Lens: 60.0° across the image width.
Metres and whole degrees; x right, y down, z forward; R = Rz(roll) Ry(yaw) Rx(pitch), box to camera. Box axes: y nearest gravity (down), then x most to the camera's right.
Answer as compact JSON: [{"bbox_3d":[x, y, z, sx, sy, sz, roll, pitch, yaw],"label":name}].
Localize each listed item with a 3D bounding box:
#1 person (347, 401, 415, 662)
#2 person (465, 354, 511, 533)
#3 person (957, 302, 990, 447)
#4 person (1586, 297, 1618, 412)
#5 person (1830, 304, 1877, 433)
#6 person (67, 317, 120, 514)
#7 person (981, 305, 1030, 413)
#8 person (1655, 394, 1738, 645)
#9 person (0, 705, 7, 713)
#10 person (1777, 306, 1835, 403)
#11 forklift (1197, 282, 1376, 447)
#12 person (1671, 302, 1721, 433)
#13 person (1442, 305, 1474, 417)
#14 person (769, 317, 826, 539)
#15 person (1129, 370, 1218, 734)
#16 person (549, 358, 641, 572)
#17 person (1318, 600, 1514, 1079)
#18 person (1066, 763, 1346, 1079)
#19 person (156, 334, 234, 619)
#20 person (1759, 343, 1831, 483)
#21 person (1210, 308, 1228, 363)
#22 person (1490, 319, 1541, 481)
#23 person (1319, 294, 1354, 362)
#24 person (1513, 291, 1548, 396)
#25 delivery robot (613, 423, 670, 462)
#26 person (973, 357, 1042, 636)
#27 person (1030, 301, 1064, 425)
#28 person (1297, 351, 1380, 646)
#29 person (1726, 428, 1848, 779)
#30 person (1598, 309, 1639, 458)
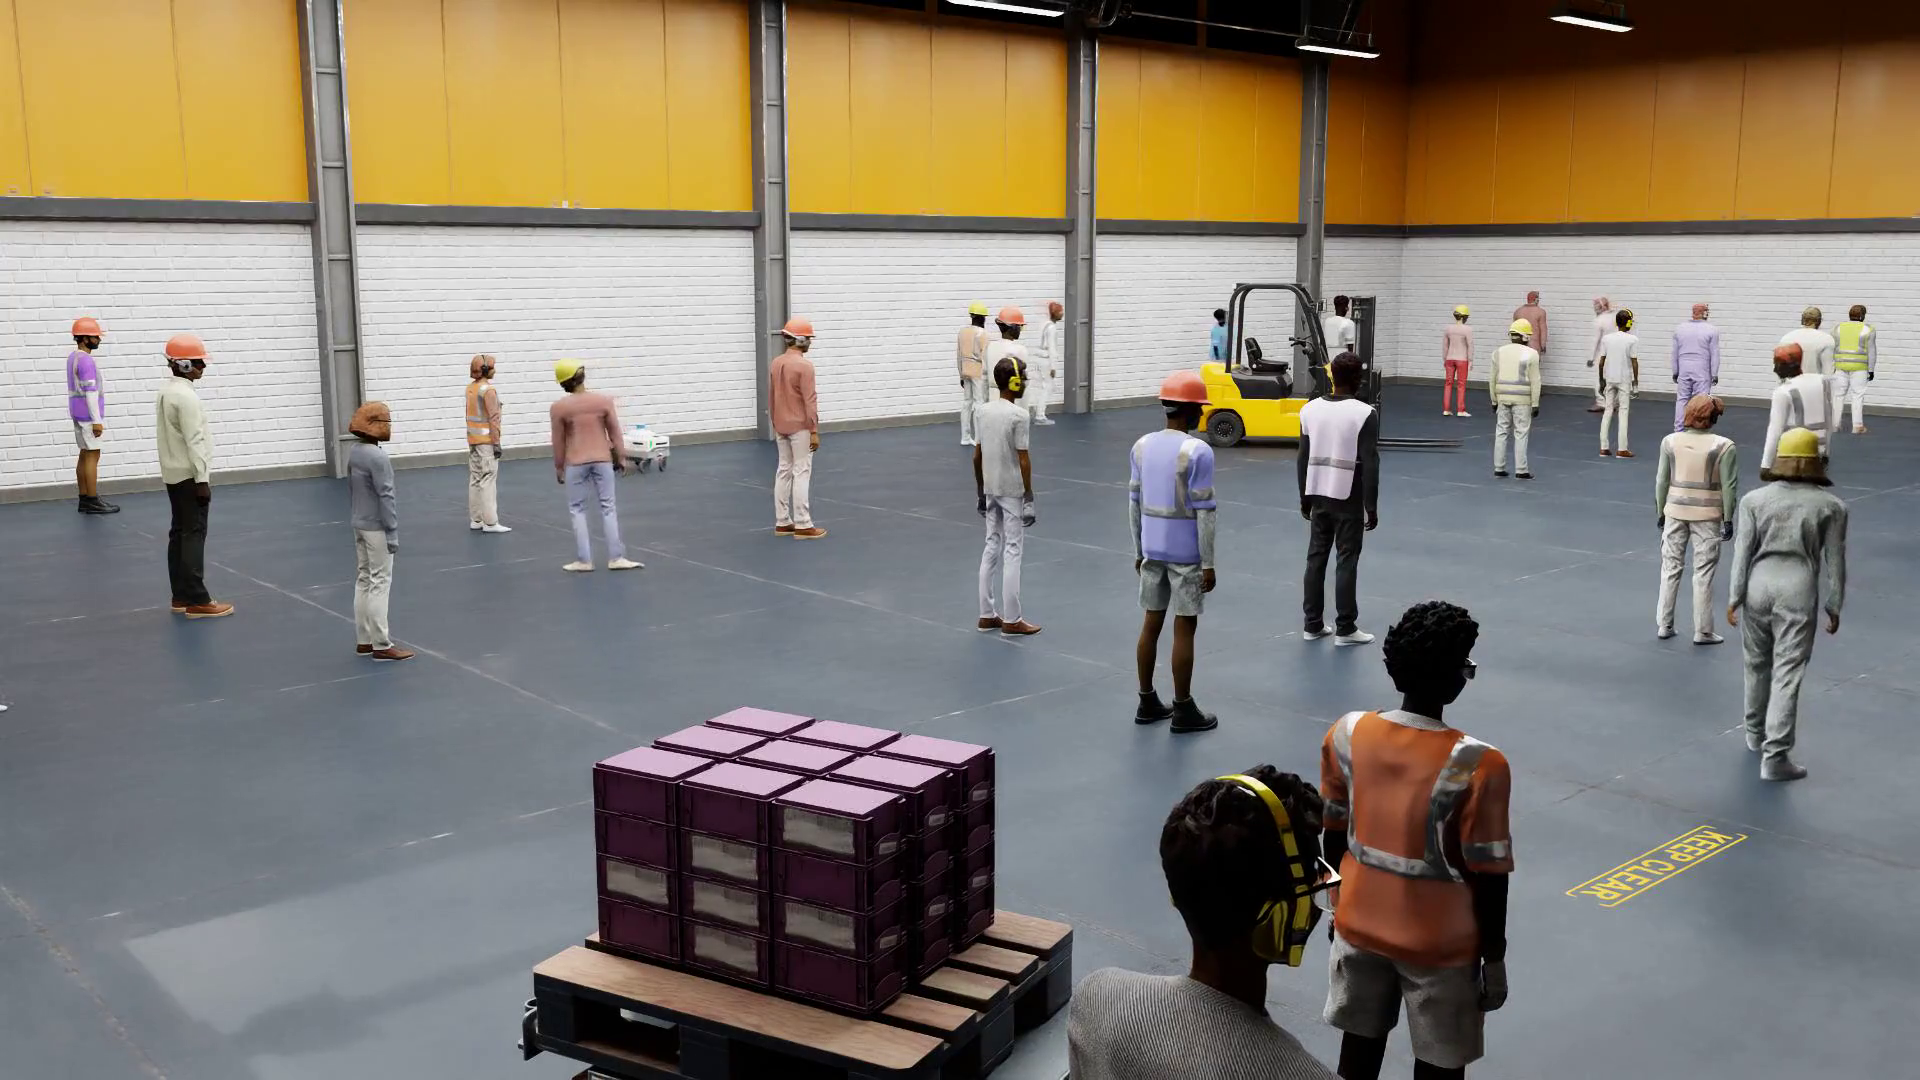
[{"bbox_3d":[-3.670,-0.057,10.466,0.275,1.631,0.507,-8,13,-41],"label":"person"},{"bbox_3d":[-4.367,-0.883,15.283,0.311,1.638,0.523,-8,13,-41],"label":"person"},{"bbox_3d":[0.218,-2.198,22.147,0.384,1.922,0.594,-8,13,-41],"label":"person"},{"bbox_3d":[10.523,-3.012,27.103,0.722,1.872,0.396,-4,11,-23],"label":"person"},{"bbox_3d":[12.831,-2.458,23.911,0.429,1.841,0.633,-8,13,-41],"label":"person"},{"bbox_3d":[-8.570,-1.225,16.416,0.375,1.935,0.551,-8,13,-41],"label":"person"},{"bbox_3d":[0.489,-1.319,16.653,0.393,2.041,0.614,-8,13,-41],"label":"person"},{"bbox_3d":[4.814,-0.135,10.907,0.311,1.638,0.523,-8,13,-41],"label":"person"},{"bbox_3d":[-5.545,0.155,9.215,0.311,1.636,0.523,-8,13,-41],"label":"person"},{"bbox_3d":[10.058,-1.804,19.804,0.352,1.936,0.635,-8,13,-41],"label":"person"},{"bbox_3d":[4.328,-2.346,22.227,2.313,2.155,1.214,3,10,16],"label":"forklift"},{"bbox_3d":[10.117,-2.308,22.853,0.402,1.904,0.651,-8,13,-41],"label":"person"},{"bbox_3d":[7.876,-2.822,26.270,0.329,1.764,0.533,-8,13,-41],"label":"person"},{"bbox_3d":[-1.463,-1.007,14.977,0.399,1.989,0.622,-8,13,-41],"label":"person"},{"bbox_3d":[1.166,0.058,8.911,0.376,1.932,0.551,-8,13,-41],"label":"person"},{"bbox_3d":[-2.937,-0.602,13.406,0.685,1.726,0.312,-3,10,-20],"label":"person"},{"bbox_3d":[1.131,0.989,4.157,0.317,1.695,0.540,-8,13,-41],"label":"person"},{"bbox_3d":[0.348,1.221,2.296,0.310,1.868,0.533,-8,13,-41],"label":"person"},{"bbox_3d":[-5.415,-0.452,11.717,0.397,1.992,0.622,-8,13,-41],"label":"person"},{"bbox_3d":[6.746,-0.659,13.383,0.664,1.852,0.348,-4,11,-23],"label":"person"},{"bbox_3d":[4.392,-3.071,28.042,0.318,1.661,0.614,6,11,30],"label":"person"},{"bbox_3d":[6.292,-1.582,18.818,0.403,1.827,0.600,-8,13,-41],"label":"person"},{"bbox_3d":[5.623,-2.665,24.764,0.364,1.962,0.613,-8,13,-41],"label":"person"},{"bbox_3d":[10.345,-3.555,30.144,0.402,1.906,0.651,-8,13,-41],"label":"person"},{"bbox_3d":[-3.764,-1.134,19.647,0.707,0.478,0.477,7,12,36],"label":"delivery robot"},{"bbox_3d":[0.307,-0.290,11.156,0.311,1.864,0.533,-8,13,-41],"label":"person"},{"bbox_3d":[1.334,-2.641,24.935,0.446,1.859,0.610,0,10,1],"label":"person"},{"bbox_3d":[2.463,-0.269,10.878,0.369,1.915,0.597,-8,13,-41],"label":"person"},{"bbox_3d":[4.102,0.299,8.256,0.502,1.683,0.764,6,12,33],"label":"person"},{"bbox_3d":[8.310,-1.971,20.981,0.310,1.868,0.533,-8,13,-41],"label":"person"}]
